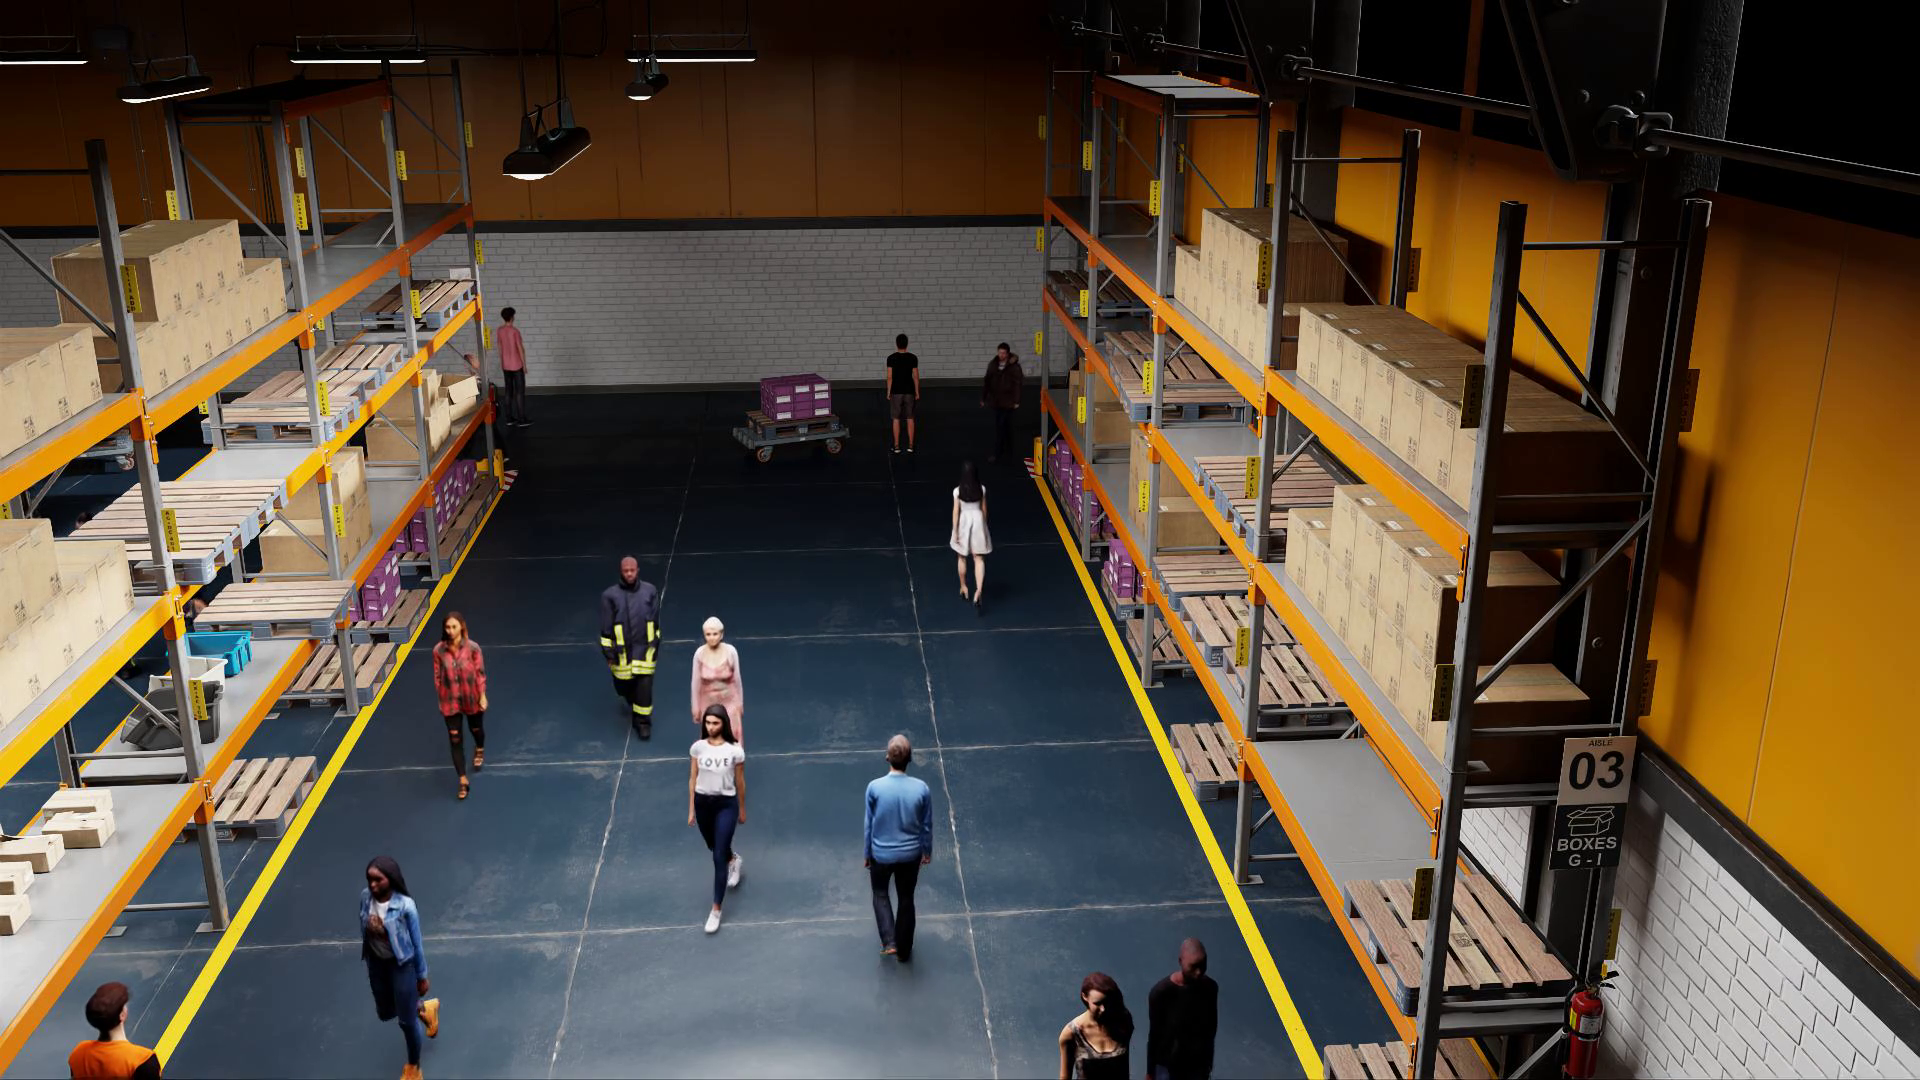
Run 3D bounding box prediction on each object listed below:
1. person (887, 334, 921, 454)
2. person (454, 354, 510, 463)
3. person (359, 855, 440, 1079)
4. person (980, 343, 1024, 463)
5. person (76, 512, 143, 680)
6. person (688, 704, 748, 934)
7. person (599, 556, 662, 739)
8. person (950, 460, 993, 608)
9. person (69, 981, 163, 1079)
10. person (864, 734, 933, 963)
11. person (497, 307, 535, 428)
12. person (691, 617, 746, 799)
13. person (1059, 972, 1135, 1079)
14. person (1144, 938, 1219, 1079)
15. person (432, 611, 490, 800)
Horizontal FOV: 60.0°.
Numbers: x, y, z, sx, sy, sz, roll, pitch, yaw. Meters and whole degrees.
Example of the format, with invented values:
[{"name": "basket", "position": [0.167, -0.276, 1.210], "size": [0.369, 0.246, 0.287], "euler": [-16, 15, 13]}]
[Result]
[{"name": "person", "position": [-0.894, -2.290, 25.821], "size": [0.667, 1.861, 0.576], "euler": [-2, 19, -7]}, {"name": "person", "position": [-7.142, -1.947, 25.062], "size": [0.852, 1.695, 1.045], "euler": [-3, 19, -8]}, {"name": "person", "position": [-3.663, 2.798, 10.961], "size": [0.831, 1.702, 0.991], "euler": [6, 19, 16]}, {"name": "person", "position": [0.718, -2.128, 25.418], "size": [1.087, 1.811, 1.145], "euler": [16, 24, 40]}, {"name": "person", "position": [-8.970, 0.575, 17.316], "size": [0.727, 1.860, 0.656], "euler": [-2, 19, -5]}, {"name": "person", "position": [-1.880, 2.087, 13.008], "size": [0.830, 1.744, 1.188], "euler": [4, 19, 11]}, {"name": "person", "position": [-3.195, 0.990, 16.164], "size": [0.877, 1.808, 1.109], "euler": [-6, 20, -18]}, {"name": "person", "position": [0.157, -0.041, 19.320], "size": [0.625, 1.747, 0.999], "euler": [-2, 19, -6]}, {"name": "person", "position": [-4.580, 3.302, 9.172], "size": [0.734, 1.889, 0.689], "euler": [2, 19, 6]}, {"name": "person", "position": [-0.467, 2.320, 12.224], "size": [0.664, 1.803, 0.662], "euler": [-1, 19, -4]}, {"name": "person", "position": [-7.358, -2.854, 27.345], "size": [0.711, 1.957, 0.701], "euler": [7, 20, 21]}, {"name": "person", "position": [-2.177, 1.458, 15.000], "size": [0.618, 1.664, 0.887], "euler": [-2, 19, -7]}, {"name": "person", "position": [0.761, 3.248, 9.518], "size": [0.665, 1.770, 0.626], "euler": [-7, 20, -21]}, {"name": "person", "position": [1.284, 3.109, 9.990], "size": [0.688, 1.732, 0.931], "euler": [-5, 19, -14]}, {"name": "person", "position": [-4.485, 1.432, 15.066], "size": [0.640, 1.672, 1.058], "euler": [-3, 19, -8]}]
